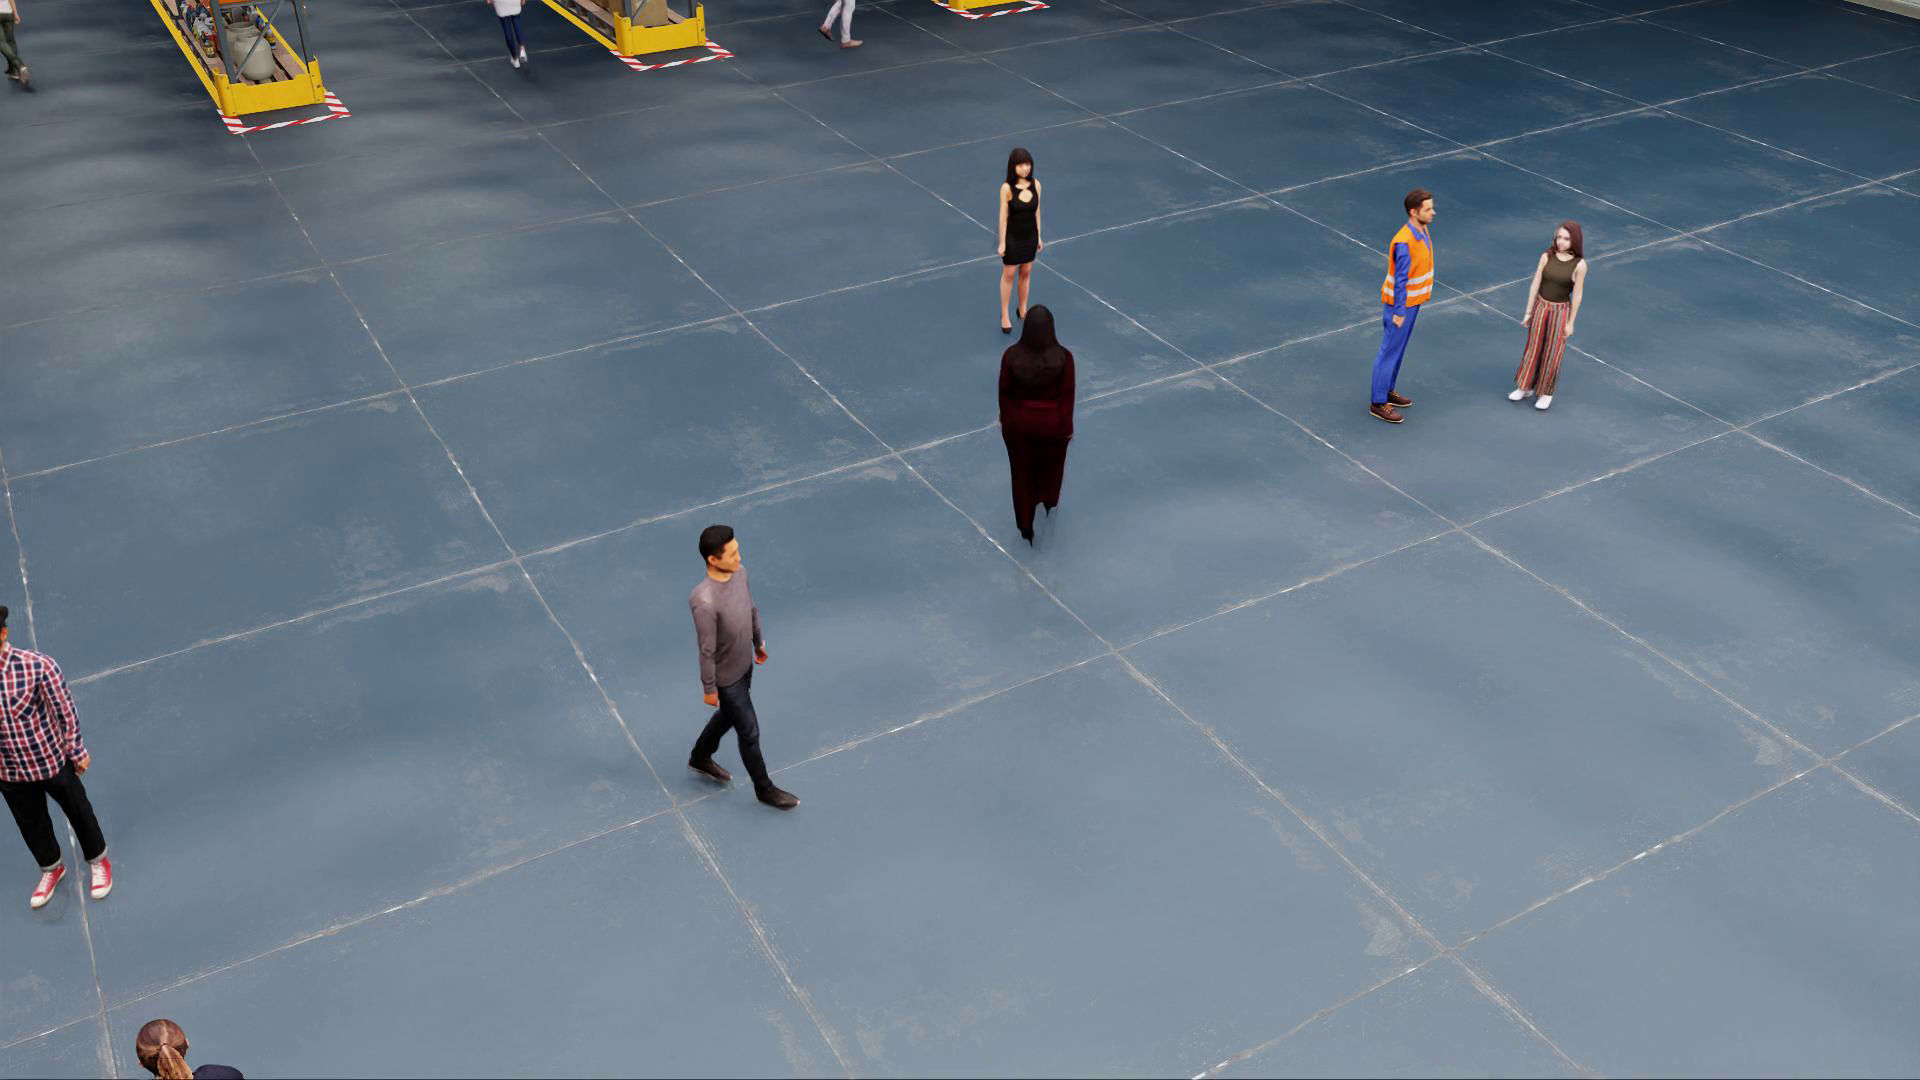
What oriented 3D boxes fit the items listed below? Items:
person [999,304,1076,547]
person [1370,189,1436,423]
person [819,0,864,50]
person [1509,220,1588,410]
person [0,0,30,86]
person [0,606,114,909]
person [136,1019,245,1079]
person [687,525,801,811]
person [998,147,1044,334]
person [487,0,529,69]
[{"bbox_3d":[0.520,-0.727,11.343,0.924,1.733,1.013,2,32,4],"label":"person"},{"bbox_3d":[3.464,-1.850,13.002,0.801,1.863,0.789,15,35,23],"label":"person"},{"bbox_3d":[-1.617,-7.362,21.726,0.711,1.878,0.717,-17,36,-25],"label":"person"},{"bbox_3d":[4.707,-1.808,13.217,0.550,1.563,0.675,26,40,34],"label":"person"},{"bbox_3d":[-11.800,-6.427,20.475,1.144,1.631,0.803,26,40,35],"label":"person"},{"bbox_3d":[-4.714,1.086,8.443,0.761,1.761,0.701,-6,33,-9],"label":"person"},{"bbox_3d":[-2.802,2.505,6.290,0.669,1.658,0.968,-21,38,-29],"label":"person"},{"bbox_3d":[-1.321,0.676,9.111,1.086,1.743,1.005,-22,38,-31],"label":"person"},{"bbox_3d":[0.511,-2.601,14.394,0.587,1.648,0.512,-14,35,-21],"label":"person"},{"bbox_3d":[-5.715,-6.841,21.005,0.634,1.765,0.655,-14,35,-21],"label":"person"}]
